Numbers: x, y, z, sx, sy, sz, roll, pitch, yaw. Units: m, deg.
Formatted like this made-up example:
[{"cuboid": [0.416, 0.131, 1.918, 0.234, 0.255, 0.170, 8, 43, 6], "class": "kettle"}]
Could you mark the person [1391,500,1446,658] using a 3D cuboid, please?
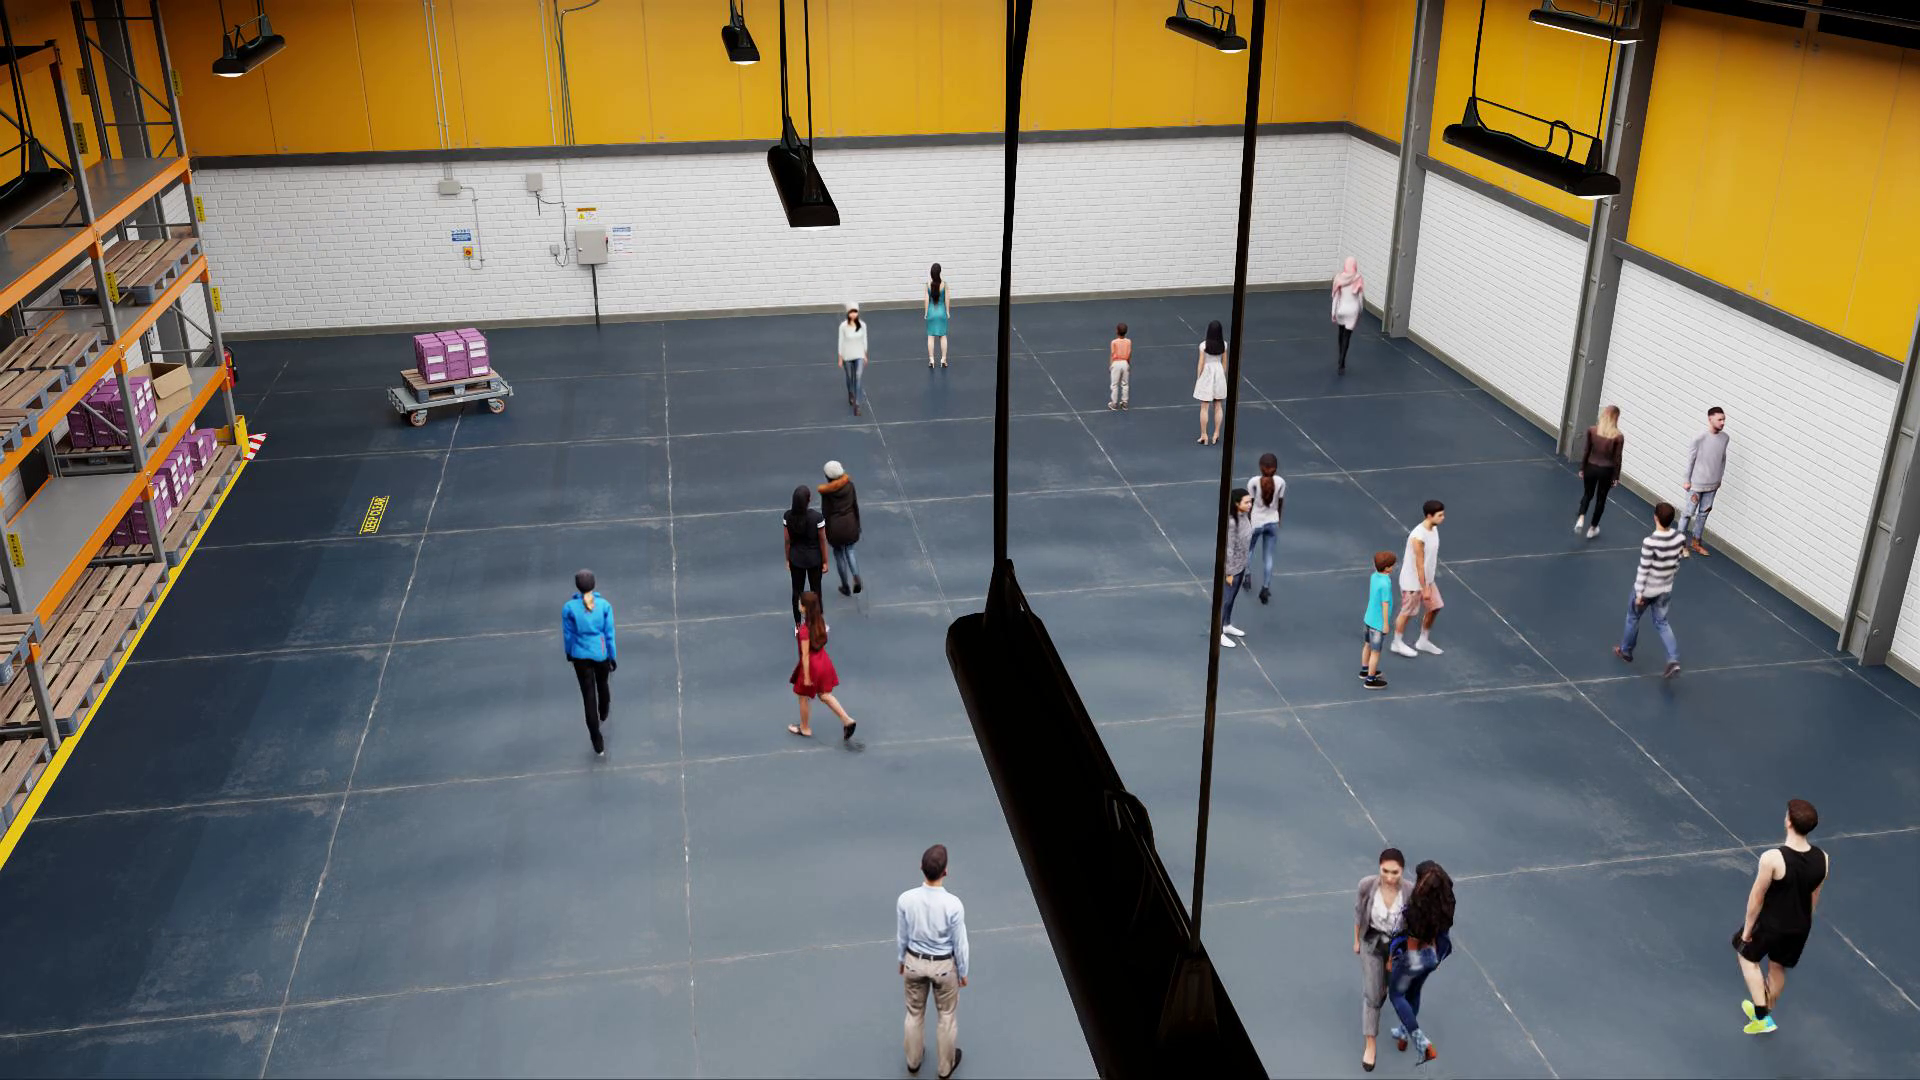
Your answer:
[{"cuboid": [4.653, 0.383, 17.193, 0.874, 1.764, 0.808, 19, 30, 37], "class": "person"}]

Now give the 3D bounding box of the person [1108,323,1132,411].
[{"cuboid": [2.357, -2.563, 24.500, 0.489, 1.310, 0.496, -7, 24, -15], "class": "person"}]

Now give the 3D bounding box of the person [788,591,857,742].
[{"cuboid": [-1.307, 1.212, 15.586, 0.963, 1.533, 0.951, 13, 27, 27], "class": "person"}]

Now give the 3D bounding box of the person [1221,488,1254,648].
[{"cuboid": [2.882, 0.258, 17.522, 0.756, 1.731, 0.663, 12, 26, 25], "class": "person"}]

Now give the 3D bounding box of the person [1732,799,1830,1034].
[{"cuboid": [5.807, 2.726, 11.685, 0.748, 1.882, 0.814, -1, 24, -2], "class": "person"}]

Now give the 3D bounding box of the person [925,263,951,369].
[{"cuboid": [-0.367, -3.554, 26.295, 0.573, 1.689, 0.526, -1, 24, -1], "class": "person"}]

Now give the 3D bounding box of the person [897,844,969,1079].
[{"cuboid": [-0.199, 2.897, 11.341, 0.736, 1.845, 0.734, 5, 24, 10], "class": "person"}]

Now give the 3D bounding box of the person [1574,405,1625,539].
[{"cuboid": [7.640, -0.786, 19.960, 0.852, 1.690, 0.904, 18, 29, 36], "class": "person"}]

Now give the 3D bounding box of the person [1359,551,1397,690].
[{"cuboid": [4.179, 0.777, 16.683, 0.581, 1.451, 0.438, -3, 24, -7], "class": "person"}]

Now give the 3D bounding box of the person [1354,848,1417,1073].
[{"cuboid": [3.002, 2.842, 11.726, 0.939, 1.638, 1.199, 6, 24, 12], "class": "person"}]

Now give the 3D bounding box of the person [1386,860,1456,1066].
[{"cuboid": [3.185, 2.951, 11.513, 0.679, 1.608, 0.840, -7, 25, -16], "class": "person"}]

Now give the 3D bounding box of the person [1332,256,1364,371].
[{"cuboid": [6.085, -3.524, 26.138, 1.060, 1.758, 1.281, 9, 25, 20], "class": "person"}]

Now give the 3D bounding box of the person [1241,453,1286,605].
[{"cuboid": [3.375, -0.112, 18.406, 0.665, 1.700, 0.891, 1, 24, 1], "class": "person"}]

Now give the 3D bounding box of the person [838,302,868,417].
[{"cuboid": [-1.588, -2.692, 24.429, 0.595, 1.602, 1.086, -4, 24, -8], "class": "person"}]

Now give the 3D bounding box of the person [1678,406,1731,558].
[{"cuboid": [8.750, -0.711, 19.601, 0.675, 1.839, 0.570, -5, 24, -11], "class": "person"}]

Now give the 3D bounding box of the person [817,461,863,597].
[{"cuboid": [-1.280, -0.097, 18.472, 0.789, 1.620, 0.834, -12, 26, -25], "class": "person"}]

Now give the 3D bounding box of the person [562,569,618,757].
[{"cuboid": [-3.425, 1.162, 15.432, 0.623, 1.748, 1.124, -4, 24, -9], "class": "person"}]

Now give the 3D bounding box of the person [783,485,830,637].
[{"cuboid": [-1.631, 0.220, 17.611, 0.687, 1.729, 0.678, 4, 24, 8], "class": "person"}]

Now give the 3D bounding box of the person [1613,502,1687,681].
[{"cuboid": [7.072, 0.534, 16.776, 0.639, 1.821, 1.083, -4, 24, -10], "class": "person"}]

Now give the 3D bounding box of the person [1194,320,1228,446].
[{"cuboid": [3.492, -2.188, 23.061, 0.629, 1.775, 0.610, -4, 24, -9], "class": "person"}]
